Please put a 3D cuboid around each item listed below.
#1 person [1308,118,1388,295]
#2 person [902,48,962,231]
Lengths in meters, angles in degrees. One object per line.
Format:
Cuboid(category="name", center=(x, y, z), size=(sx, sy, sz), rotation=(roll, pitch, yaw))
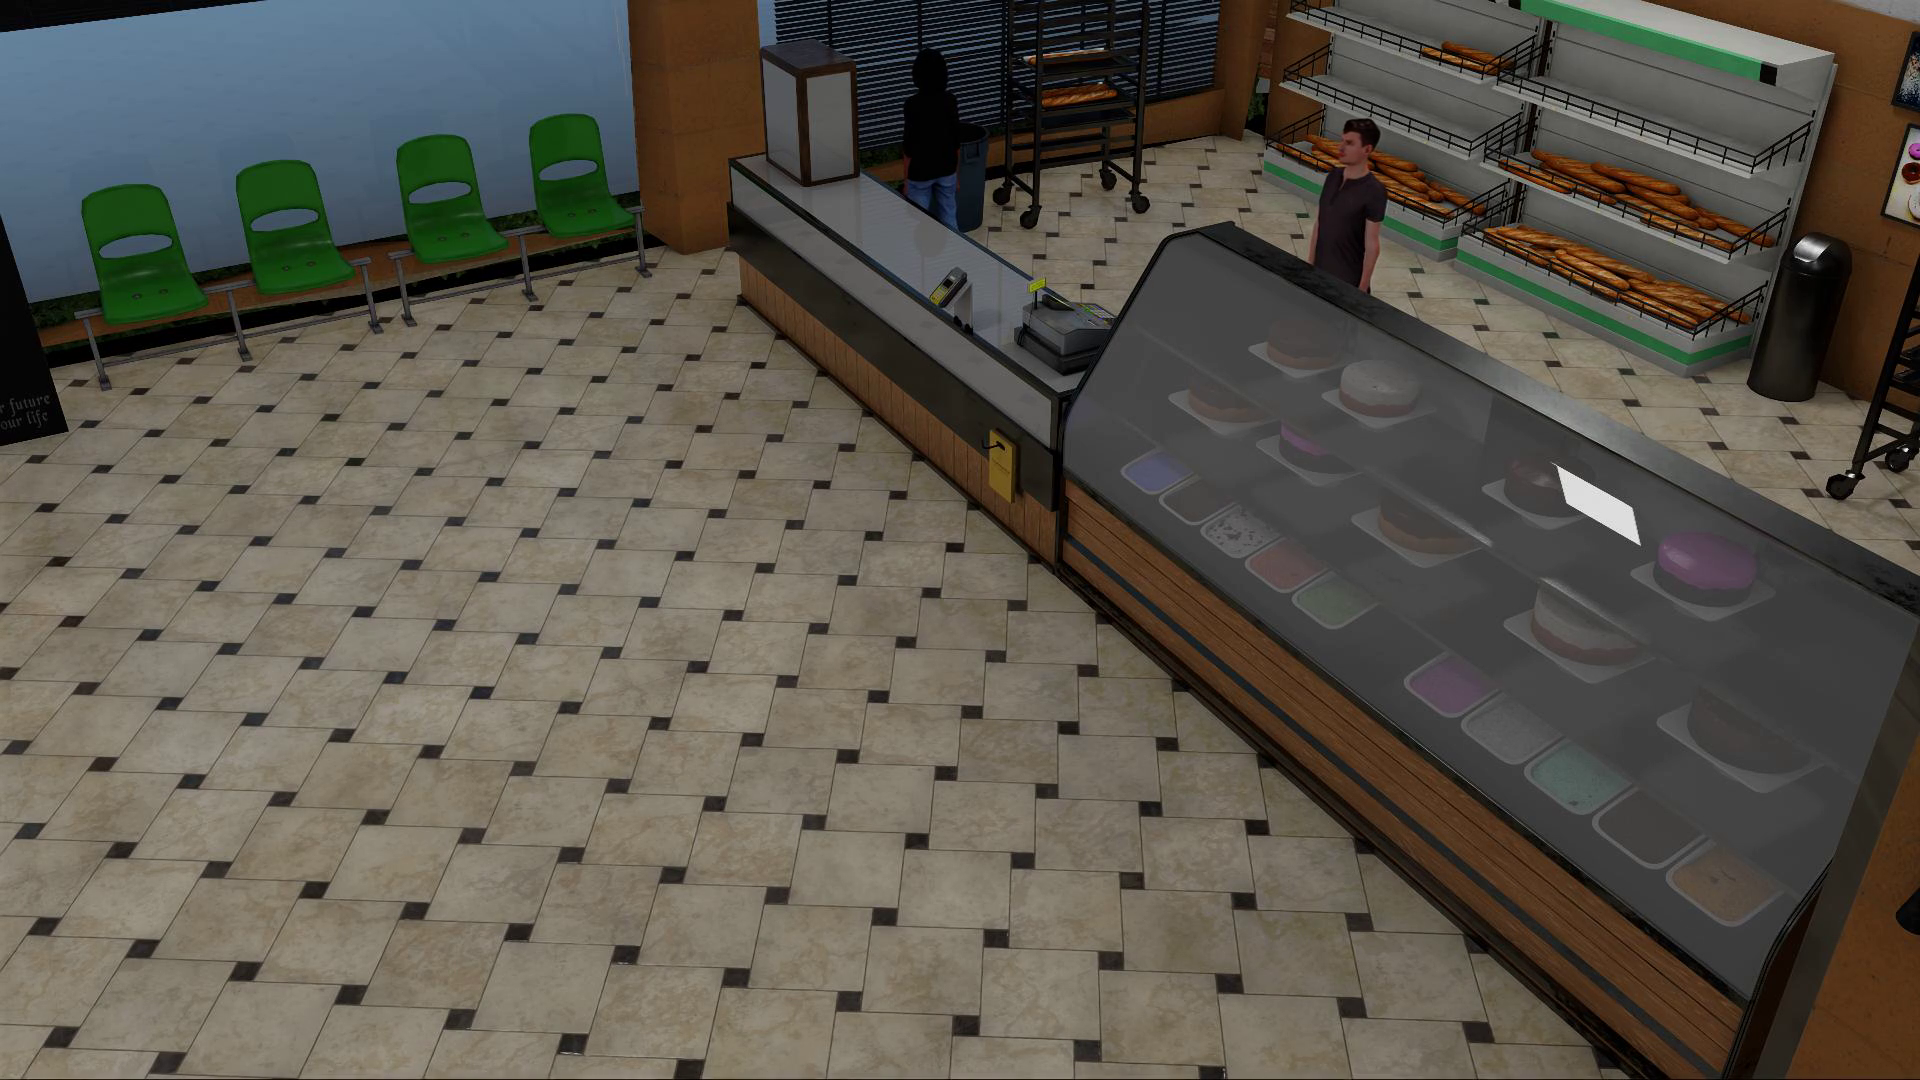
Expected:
Cuboid(category="person", center=(2.143, -1.460, 9.337), size=(0.524, 1.853, 0.631), rotation=(-17, 36, -25))
Cuboid(category="person", center=(-0.188, -2.396, 10.985), size=(0.519, 1.701, 0.660), rotation=(-11, 34, -18))
